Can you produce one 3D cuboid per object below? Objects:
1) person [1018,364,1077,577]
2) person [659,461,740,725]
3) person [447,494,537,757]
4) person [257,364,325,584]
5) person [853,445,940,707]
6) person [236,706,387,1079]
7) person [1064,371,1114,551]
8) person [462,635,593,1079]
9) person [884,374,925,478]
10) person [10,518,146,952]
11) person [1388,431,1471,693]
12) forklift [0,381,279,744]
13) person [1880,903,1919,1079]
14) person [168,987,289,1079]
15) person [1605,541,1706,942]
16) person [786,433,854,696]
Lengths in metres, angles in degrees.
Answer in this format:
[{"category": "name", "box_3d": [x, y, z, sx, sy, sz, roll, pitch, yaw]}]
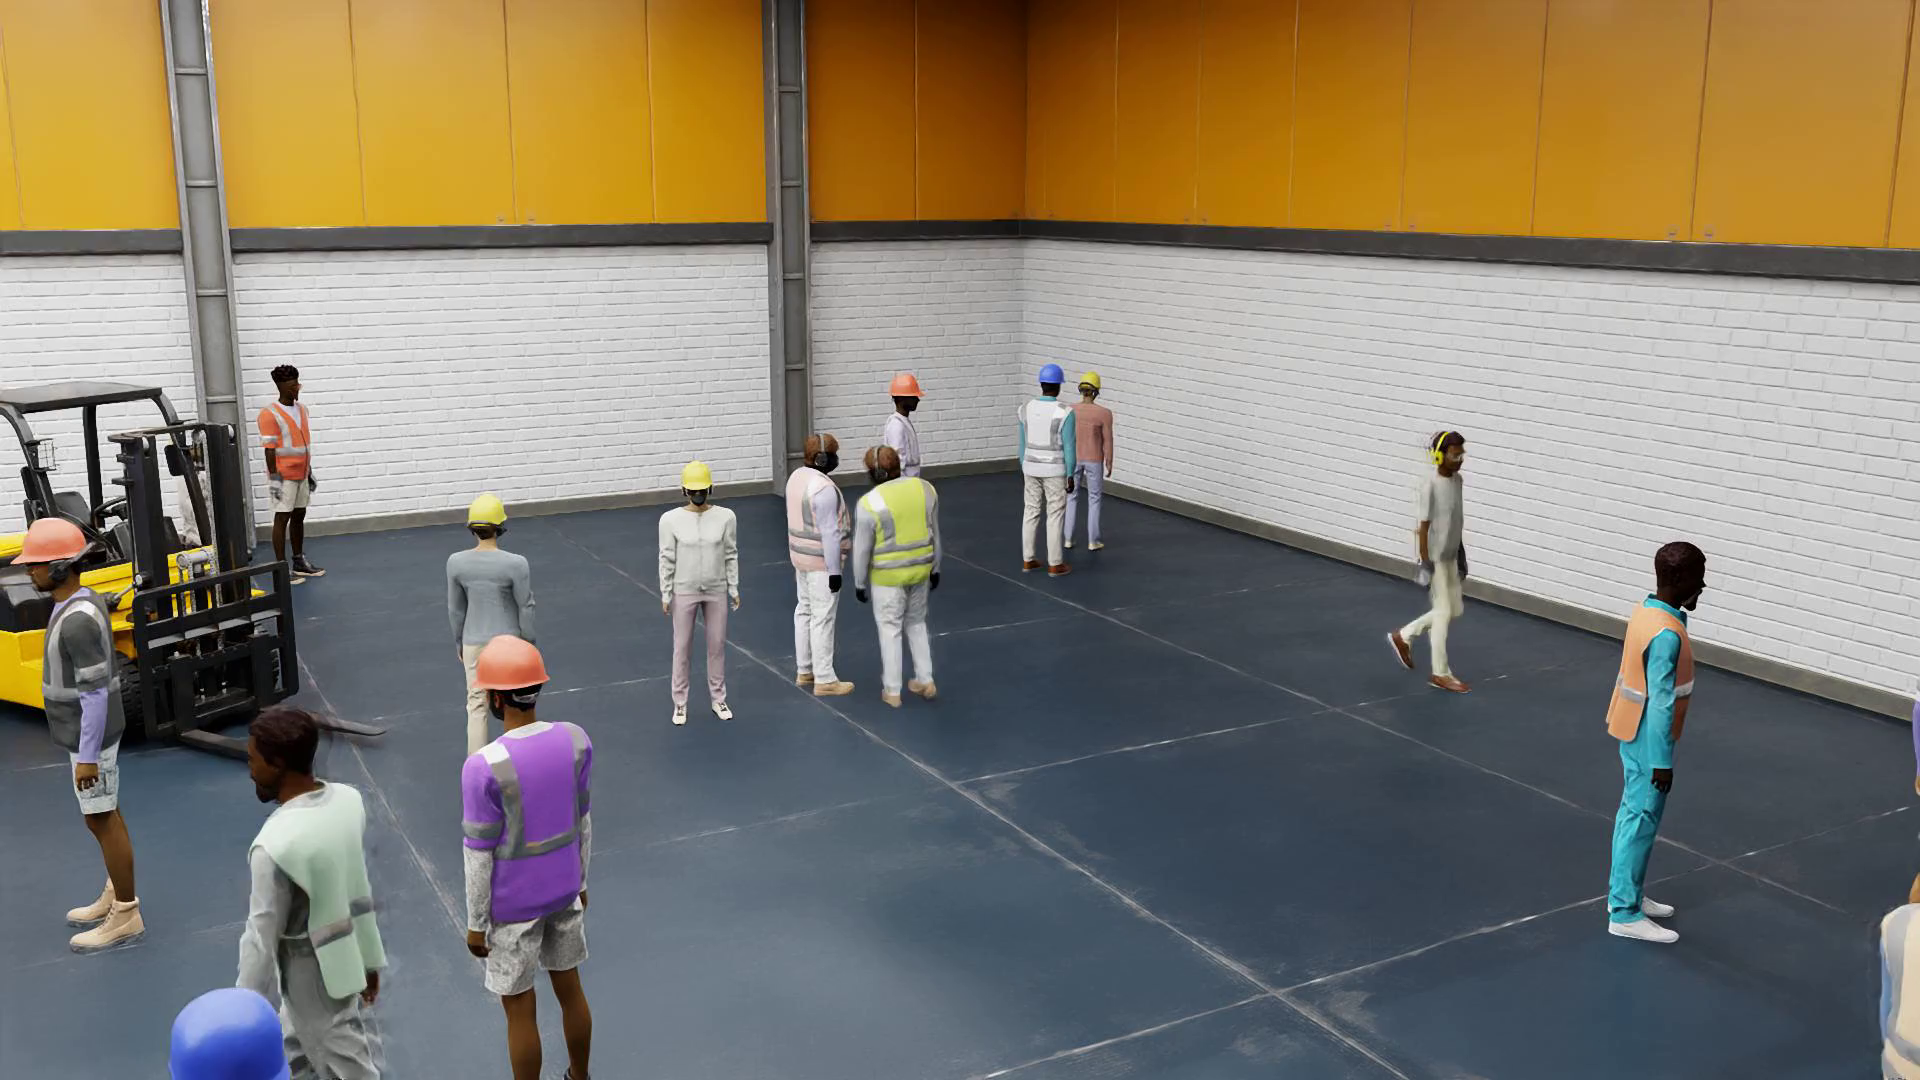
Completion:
[{"category": "person", "box_3d": [0.808, -0.637, 15.204, 0.601, 1.939, 0.417, 8, 15, 34]}, {"category": "person", "box_3d": [-1.711, 0.348, 10.981, 0.533, 1.767, 0.327, -4, 13, -20]}, {"category": "person", "box_3d": [-2.728, 0.606, 9.761, 0.527, 1.772, 0.305, 2, 12, 8]}, {"category": "person", "box_3d": [-6.018, -0.604, 14.964, 0.374, 1.966, 0.608, 3, 12, 14]}, {"category": "person", "box_3d": [-0.434, 0.251, 11.319, 0.649, 1.826, 0.462, -9, 15, -35]}, {"category": "person", "box_3d": [-2.145, 1.462, 5.533, 1.004, 1.874, 0.610, 0, 12, 0]}, {"category": "person", "box_3d": [1.241, -0.767, 16.238, 0.532, 1.757, 0.336, 4, 13, 17]}, {"category": "person", "box_3d": [-1.603, 1.296, 6.149, 0.387, 1.931, 0.543, 9, 15, 36]}, {"category": "person", "box_3d": [-0.479, -0.467, 14.397, 0.357, 1.938, 0.542, 0, 12, 0]}, {"category": "person", "box_3d": [-4.098, 0.900, 7.737, 0.391, 2.040, 0.614, -6, 14, -28]}, {"category": "person", "box_3d": [3.379, 0.131, 11.781, 0.621, 1.854, 0.542, 11, 16, 42]}, {"category": "forklift", "box_3d": [-5.853, 0.085, 11.199, 2.313, 2.155, 1.214, 7, 14, 28]}, {"category": "person", "box_3d": [2.921, 1.653, 4.845, 0.966, 1.775, 0.611, -5, 13, -22]}, {"category": "person", "box_3d": [-1.501, 1.848, 3.525, 0.603, 1.945, 0.390, -10, 16, -40]}, {"category": "person", "box_3d": [3.266, 0.940, 7.873, 0.397, 1.911, 0.587, 3, 13, 16]}, {"category": "person", "box_3d": [-0.976, 0.163, 11.670, 0.429, 1.841, 0.634, -6, 14, -28]}]
